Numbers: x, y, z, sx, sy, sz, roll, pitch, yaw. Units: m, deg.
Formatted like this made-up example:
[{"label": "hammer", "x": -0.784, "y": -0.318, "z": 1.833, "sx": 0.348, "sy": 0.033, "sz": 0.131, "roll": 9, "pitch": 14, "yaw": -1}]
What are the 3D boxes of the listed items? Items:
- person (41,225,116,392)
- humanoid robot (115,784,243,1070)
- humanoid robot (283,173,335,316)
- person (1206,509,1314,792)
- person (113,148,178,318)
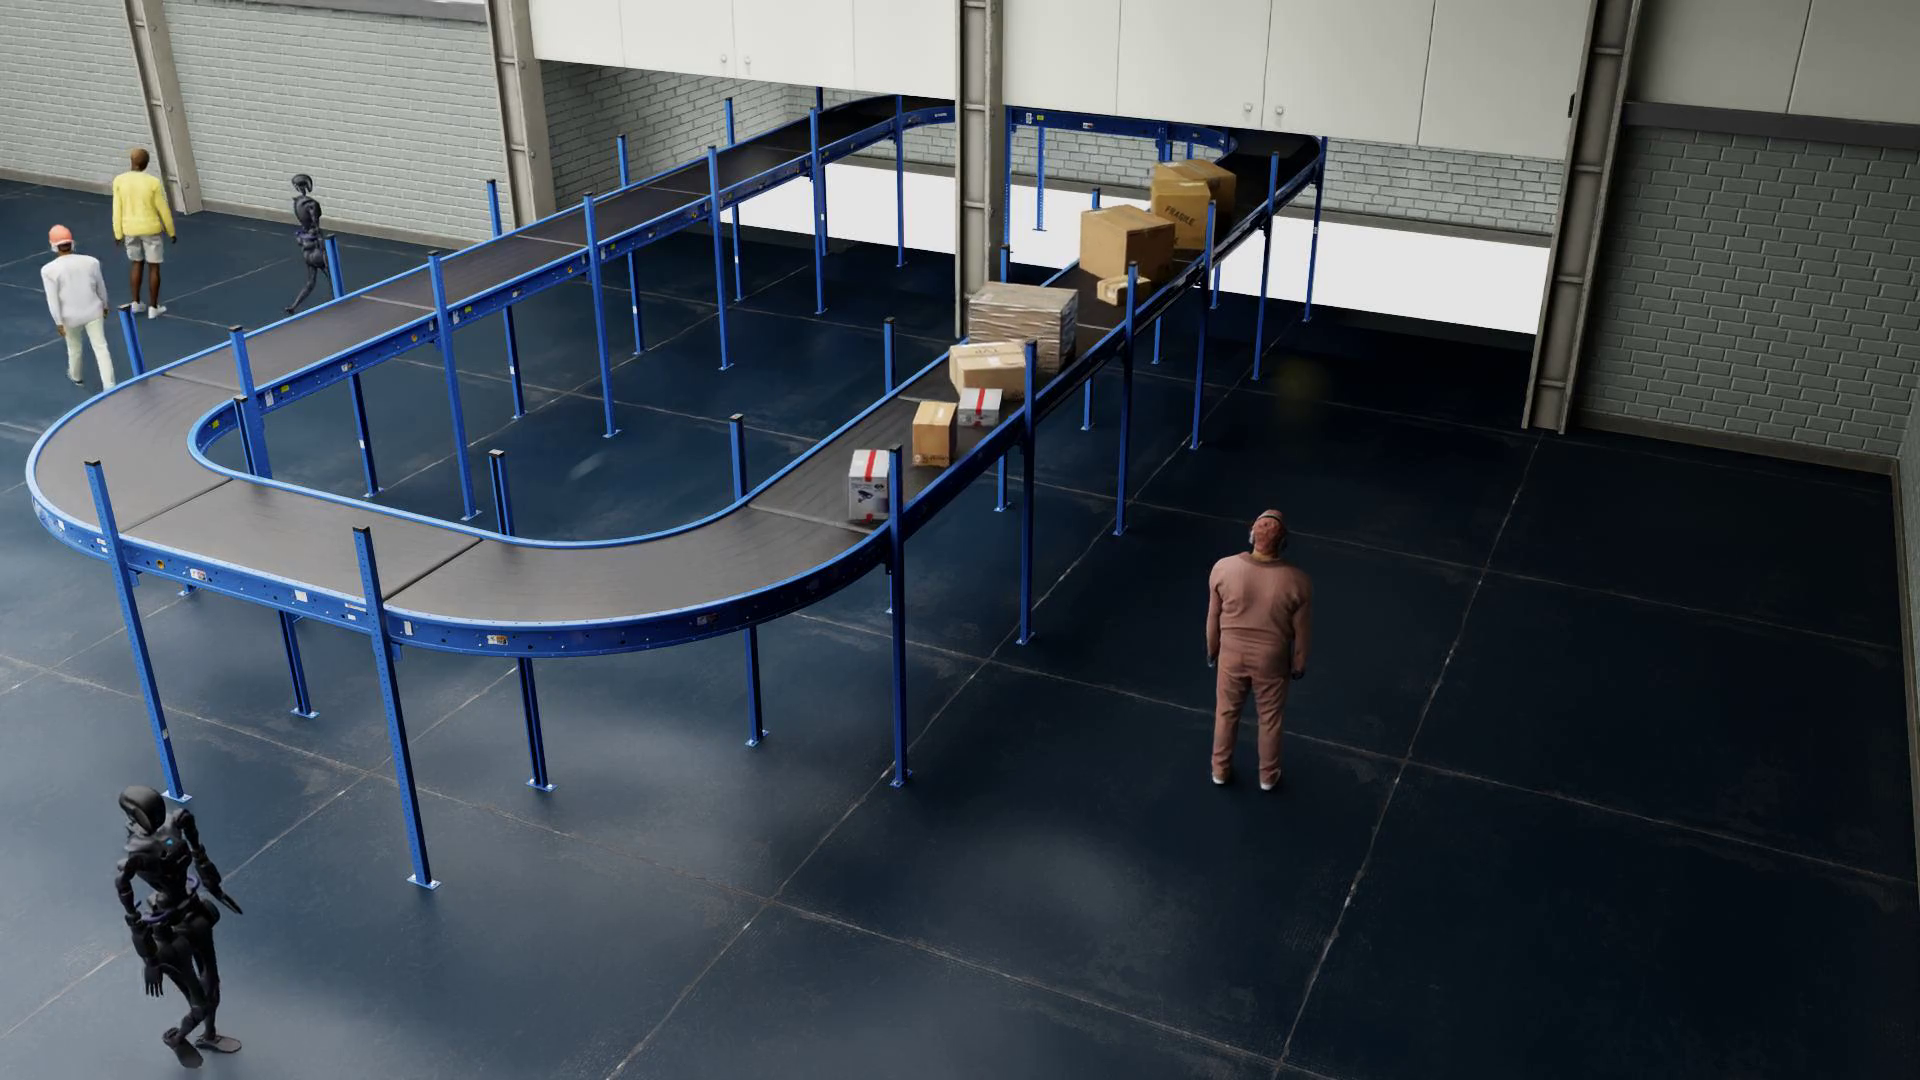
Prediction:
[{"label": "person", "x": -8.713, "y": -2.274, "z": 16.433, "sx": 0.579, "sy": 1.697, "sz": 0.908, "roll": -23, "pitch": 34, "yaw": -38}, {"label": "humanoid robot", "x": -3.790, "y": 1.870, "z": 8.126, "sx": 0.341, "sy": 1.652, "sz": 0.613, "roll": 7, "pitch": 27, "yaw": 13}, {"label": "humanoid robot", "x": -7.240, "y": -3.241, "z": 18.481, "sx": 0.737, "sy": 1.652, "sz": 0.585, "roll": -20, "pitch": 32, "yaw": -34}, {"label": "person", "x": 1.830, "y": 0.696, "z": 10.240, "sx": 0.644, "sy": 1.906, "sz": 0.405, "roll": 8, "pitch": 27, "yaw": 15}, {"label": "person", "x": -9.109, "y": -3.425, "z": 18.588, "sx": 0.595, "sy": 1.856, "sz": 0.475, "roll": -3, "pitch": 27, "yaw": -6}]
